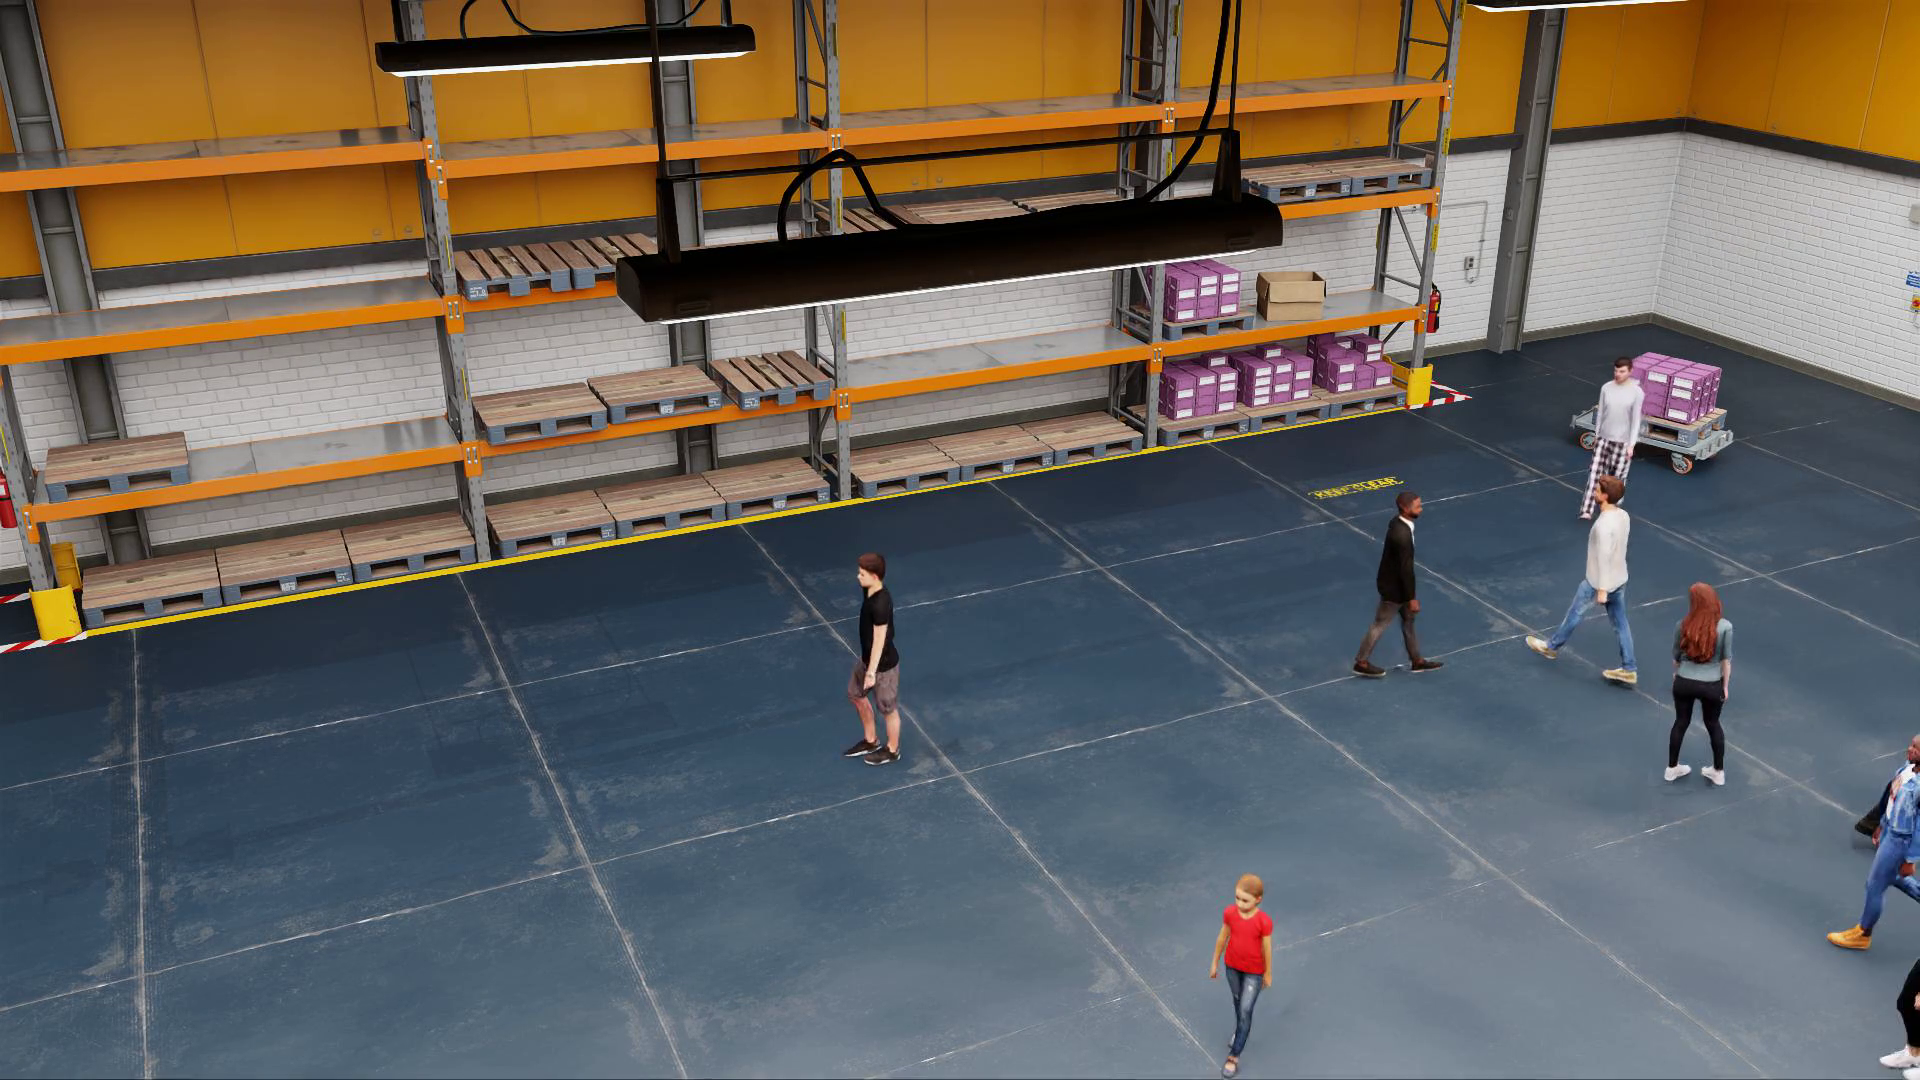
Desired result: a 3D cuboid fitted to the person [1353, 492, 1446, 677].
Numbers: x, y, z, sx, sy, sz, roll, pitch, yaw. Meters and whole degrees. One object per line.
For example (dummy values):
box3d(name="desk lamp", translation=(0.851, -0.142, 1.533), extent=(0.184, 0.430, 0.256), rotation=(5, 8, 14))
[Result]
box3d(name="person", translation=(3.701, 0.418, 14.519), extent=(1.129, 1.771, 1.027), rotation=(5, 24, 12))

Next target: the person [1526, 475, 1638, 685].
box3d(name="person", translation=(5.700, 0.404, 14.472), extent=(1.033, 1.836, 1.272), rotation=(21, 31, 40))

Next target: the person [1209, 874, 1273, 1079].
box3d(name="person", translation=(1.772, 2.576, 10.183), extent=(0.706, 1.291, 0.839), rotation=(16, 28, 32))

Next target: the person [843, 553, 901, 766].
box3d(name="person", translation=(-0.567, 0.941, 13.223), extent=(0.728, 1.852, 0.748), rotation=(-7, 25, -16))

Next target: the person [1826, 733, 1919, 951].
box3d(name="person", translation=(6.298, 2.014, 10.965), extent=(1.082, 1.694, 0.992), rotation=(6, 24, 14))

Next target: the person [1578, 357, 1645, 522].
box3d(name="person", translation=(7.106, -1.093, 17.935), extent=(0.991, 1.805, 1.224), rotation=(17, 29, 34))

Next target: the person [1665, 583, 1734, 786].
box3d(name="person", translation=(5.658, 1.154, 12.903), extent=(0.837, 1.718, 0.866), rotation=(21, 31, 39))
